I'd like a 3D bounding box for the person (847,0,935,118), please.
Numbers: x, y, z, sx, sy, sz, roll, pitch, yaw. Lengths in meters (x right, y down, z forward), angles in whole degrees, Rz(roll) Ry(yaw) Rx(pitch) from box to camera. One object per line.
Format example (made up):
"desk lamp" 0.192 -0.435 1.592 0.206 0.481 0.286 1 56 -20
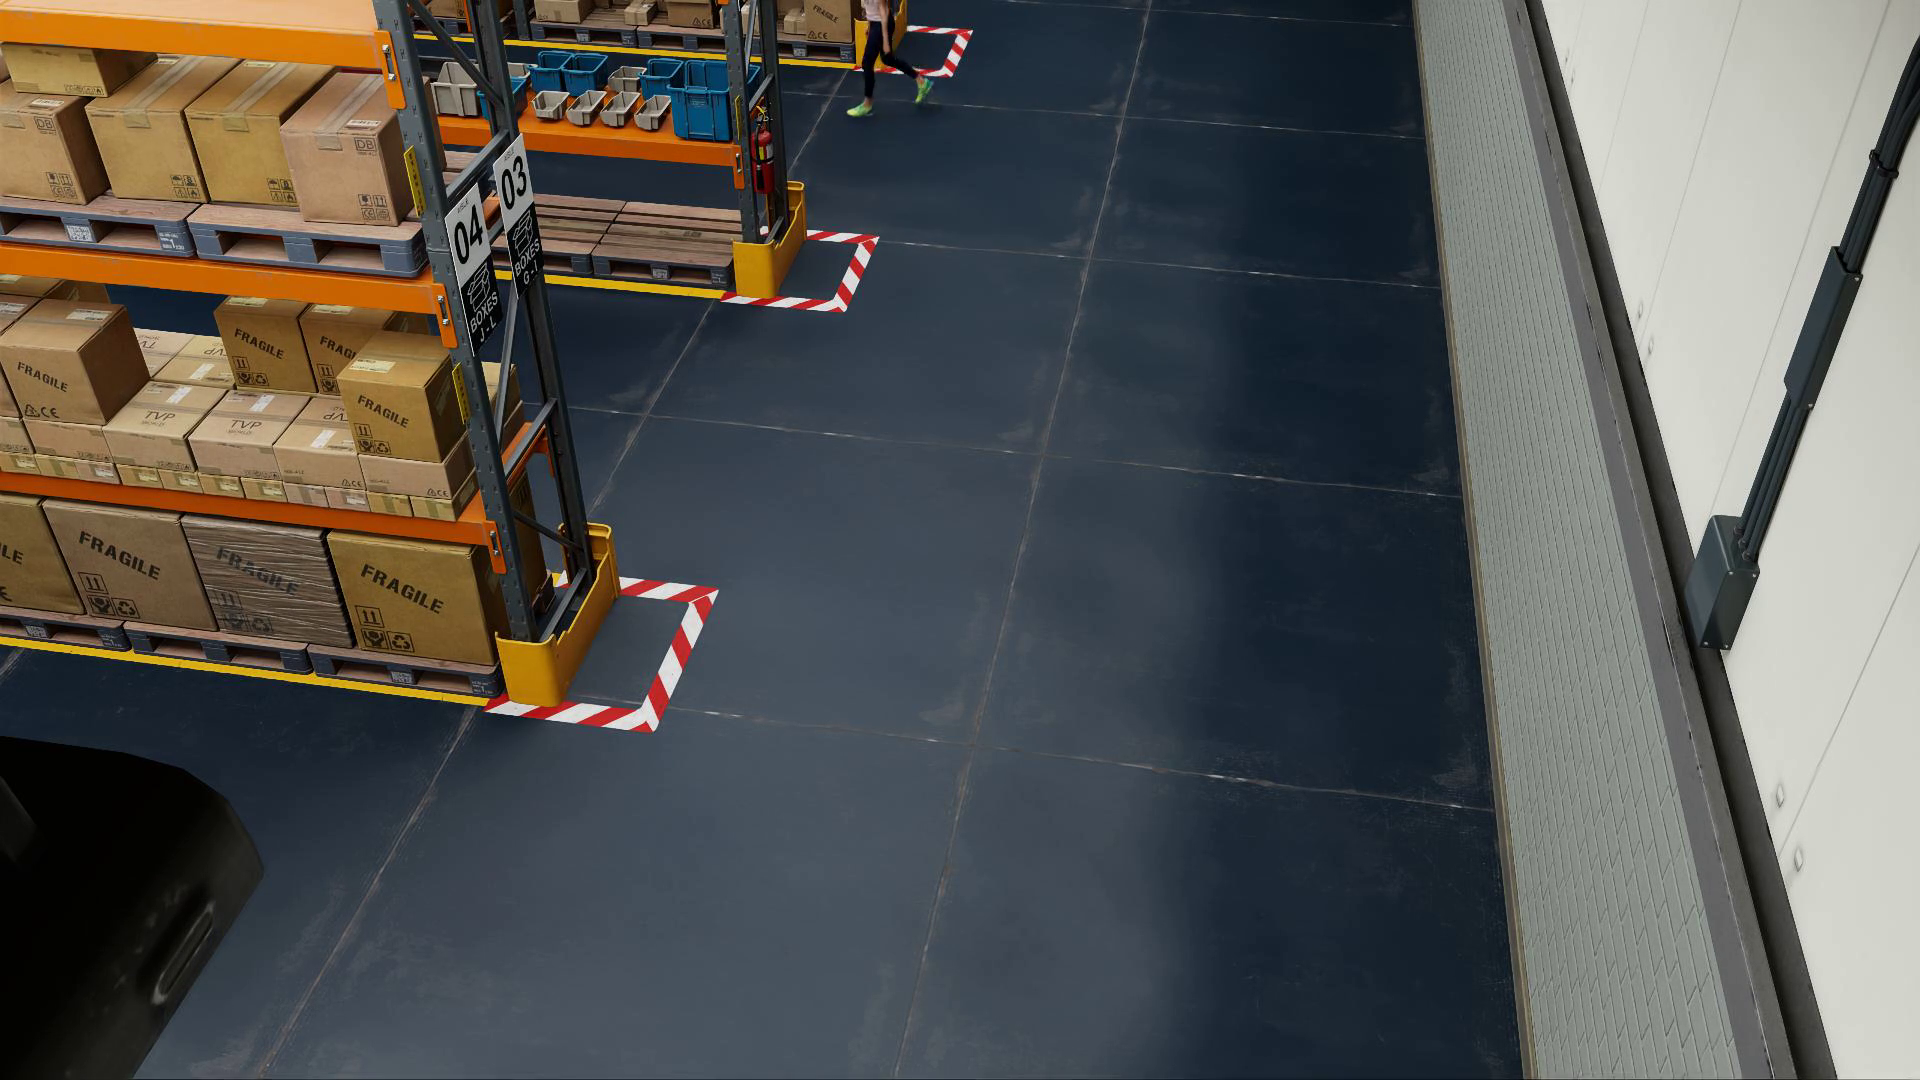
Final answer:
"person" -0.684 -4.971 16.270 1.191 1.674 0.837 -5 38 -6
